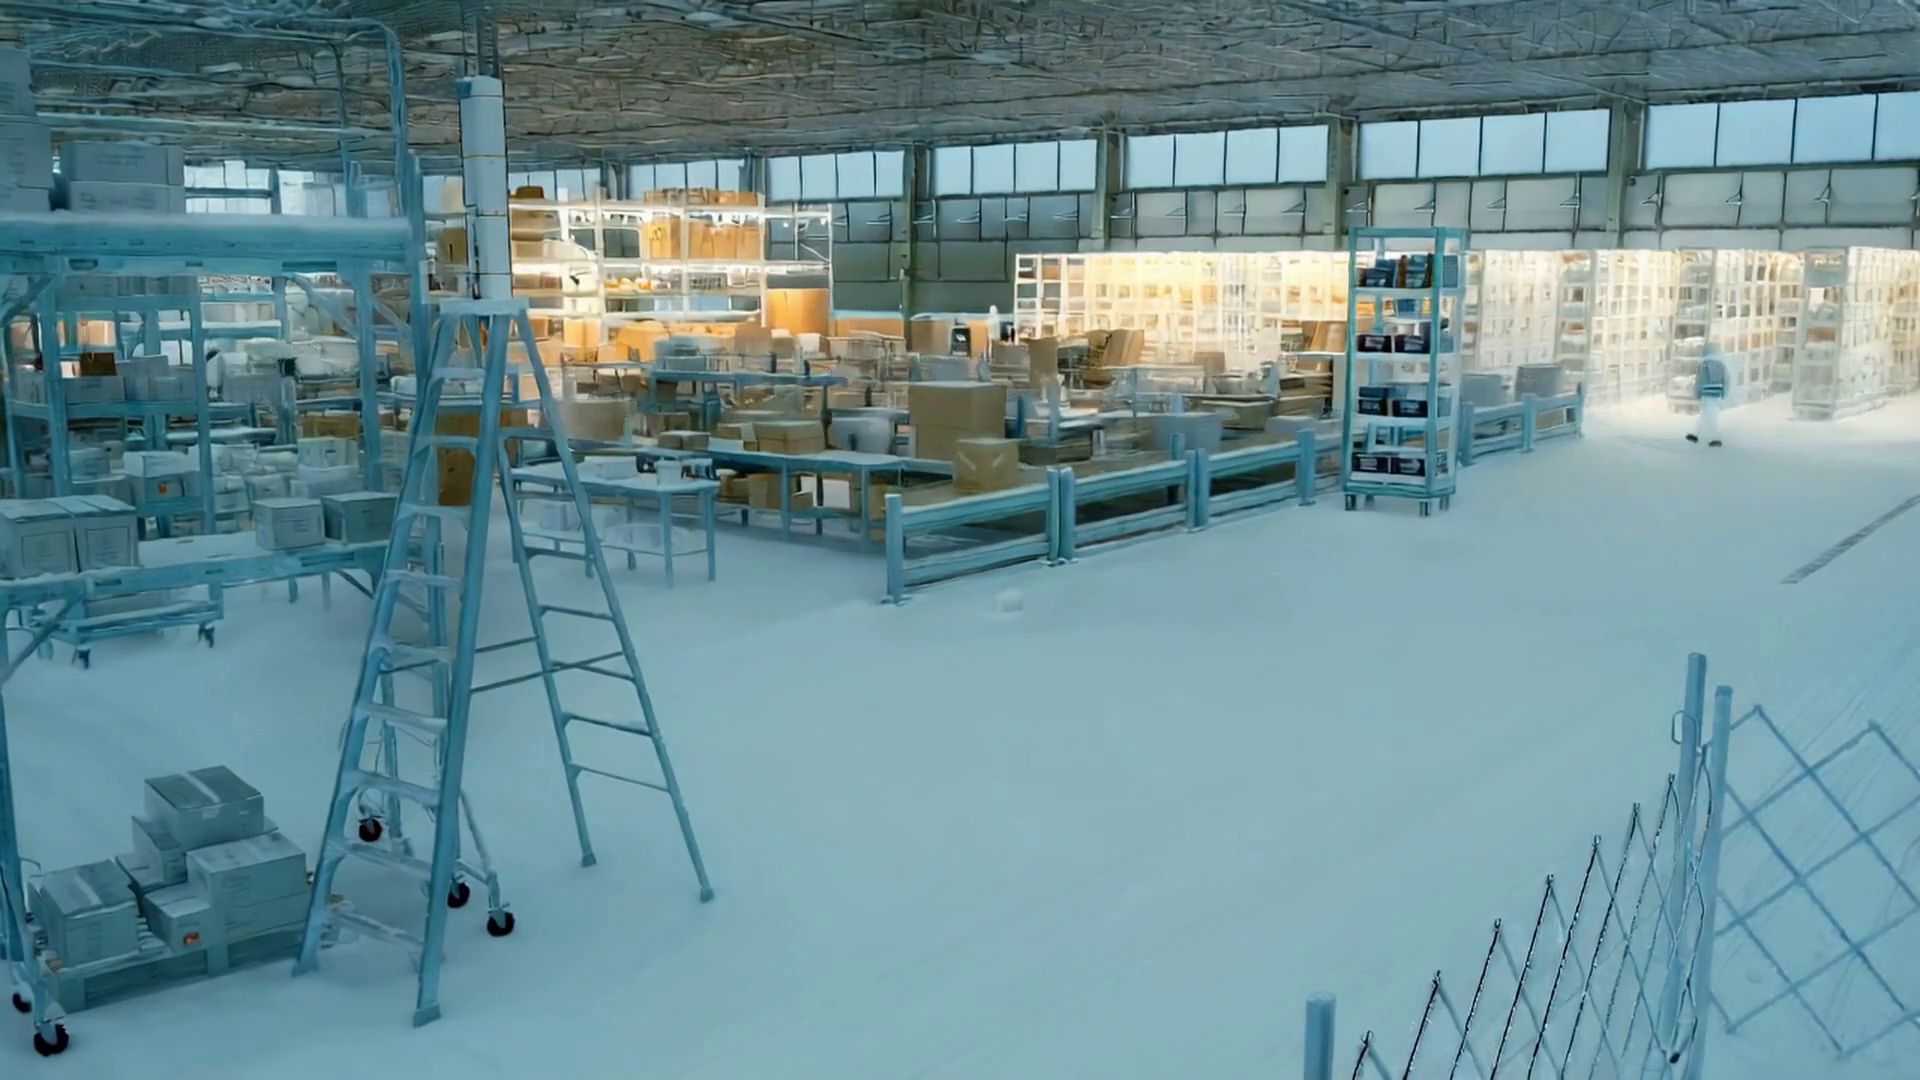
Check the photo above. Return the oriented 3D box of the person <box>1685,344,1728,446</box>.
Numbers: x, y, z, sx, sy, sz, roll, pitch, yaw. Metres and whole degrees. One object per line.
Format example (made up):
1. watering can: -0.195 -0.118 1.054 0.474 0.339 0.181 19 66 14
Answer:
1. person: 13.215 -2.561 29.416 0.614 1.782 0.953 -3 10 -18

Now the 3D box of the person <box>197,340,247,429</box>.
1. person: -14.194 -2.951 31.912 0.584 1.780 0.975 6 11 35

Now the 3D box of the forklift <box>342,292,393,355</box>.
1. forklift: -16.485 -5.622 45.120 1.129 2.768 1.873 7 11 37

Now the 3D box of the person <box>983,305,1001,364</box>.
1. person: 1.053 -6.634 54.183 0.612 1.997 0.375 5 10 28

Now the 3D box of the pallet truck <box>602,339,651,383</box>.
1. pallet truck: -8.991 -4.871 45.351 0.653 1.274 1.630 7 11 37

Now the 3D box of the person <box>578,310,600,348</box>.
1. person: -11.291 -6.030 50.649 0.624 1.931 0.377 -1 9 -7

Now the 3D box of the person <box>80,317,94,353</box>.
1. person: -29.224 -6.685 55.751 0.536 1.585 0.877 7 11 37

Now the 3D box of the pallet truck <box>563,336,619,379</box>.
1. pallet truck: -10.690 -5.294 48.215 1.601 1.201 0.680 -5 10 -26

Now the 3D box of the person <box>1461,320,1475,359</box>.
1. person: 14.360 -5.461 47.433 0.643 1.806 0.423 -3 9 -16

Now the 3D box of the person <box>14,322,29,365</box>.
1. person: -27.699 -5.591 48.887 0.729 1.600 0.533 -1 9 -3

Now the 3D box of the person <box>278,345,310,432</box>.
1. person: -12.793 -2.904 31.918 0.546 1.657 0.795 8 12 40

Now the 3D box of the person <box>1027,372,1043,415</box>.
1. person: 1.319 -2.681 30.276 0.457 1.754 0.530 1 9 4
